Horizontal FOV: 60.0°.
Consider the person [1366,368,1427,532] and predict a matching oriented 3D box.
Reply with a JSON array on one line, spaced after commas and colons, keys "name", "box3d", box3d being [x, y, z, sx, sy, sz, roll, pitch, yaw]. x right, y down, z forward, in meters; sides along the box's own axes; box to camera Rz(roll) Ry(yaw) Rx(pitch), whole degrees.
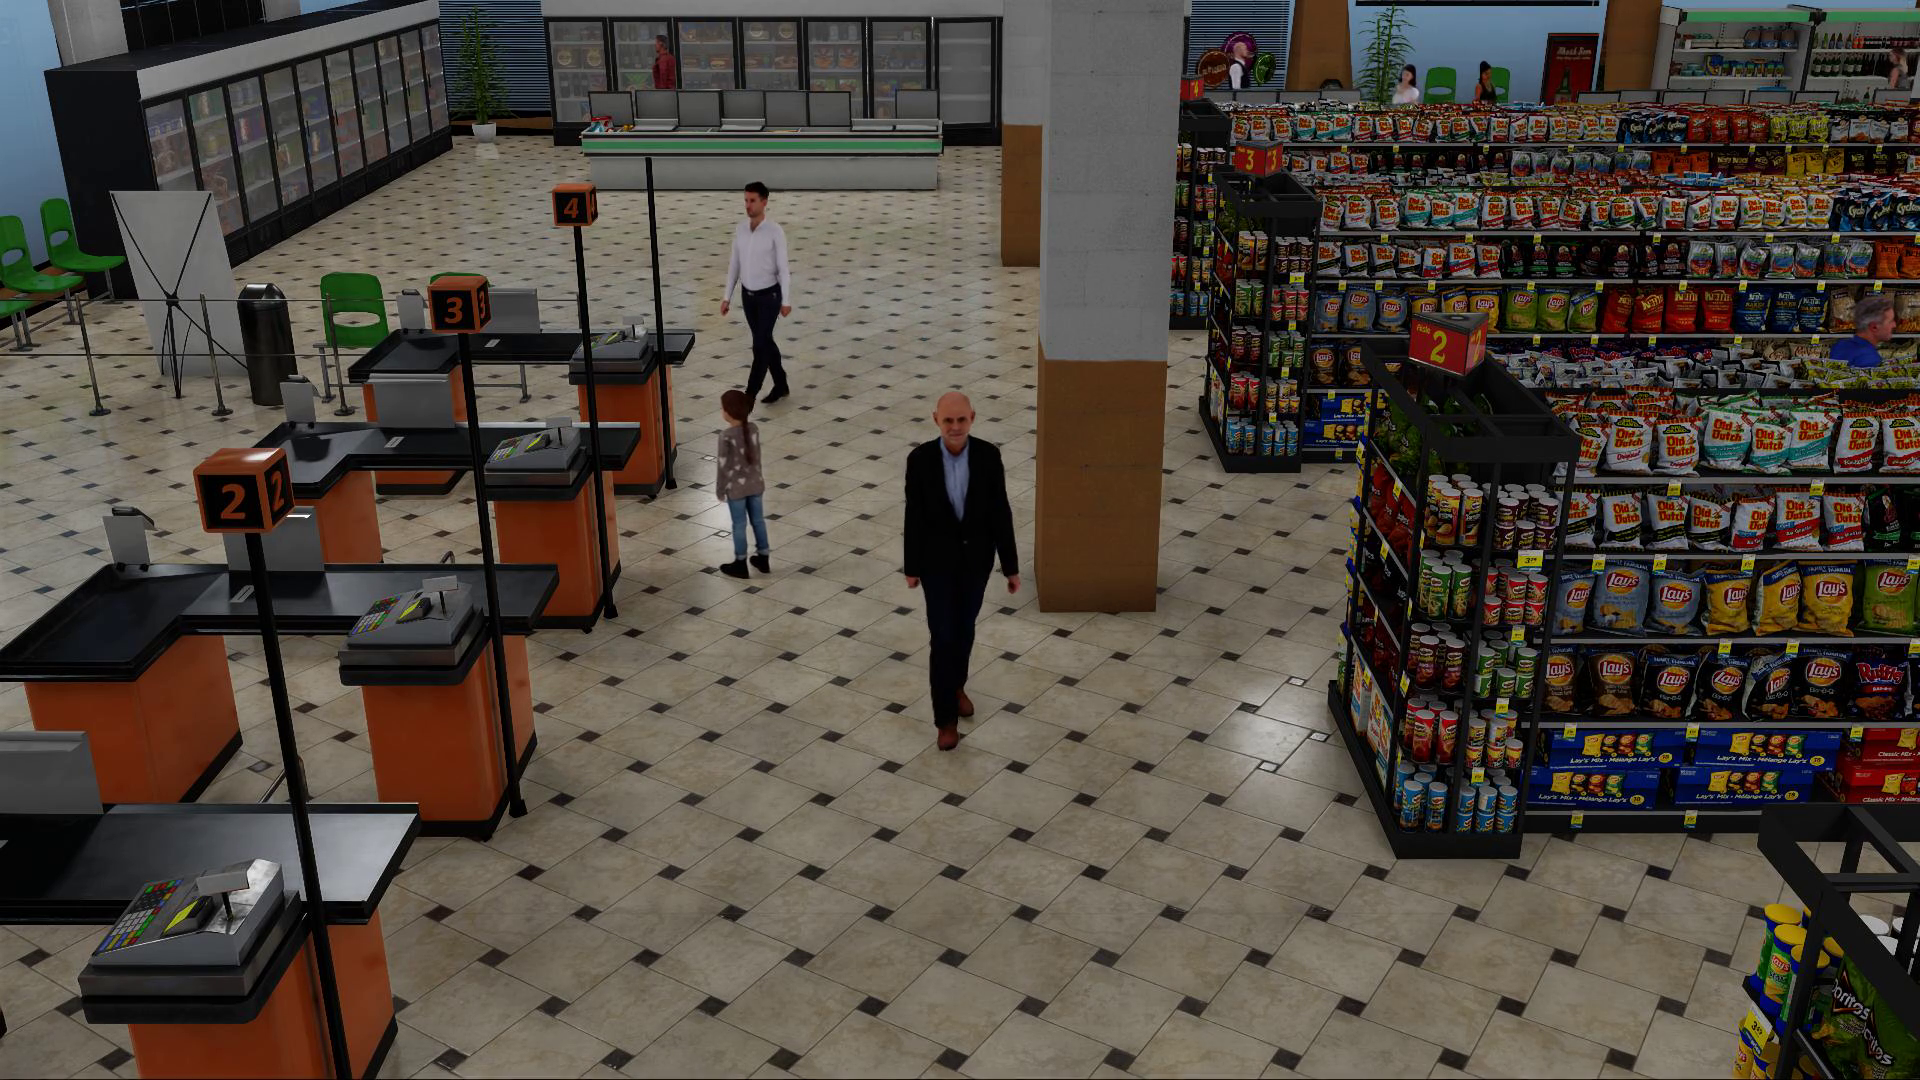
[{"name": "person", "box3d": [2.628, -0.273, 9.660, 0.585, 1.536, 0.632, -1, 22, -2]}]

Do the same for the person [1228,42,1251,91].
[{"name": "person", "box3d": [4.068, -6.379, 24.471, 0.644, 1.823, 0.724, 4, 22, 9]}]

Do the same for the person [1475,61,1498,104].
[{"name": "person", "box3d": [7.358, -5.948, 23.626, 0.831, 1.653, 0.875, -19, 29, -39]}]

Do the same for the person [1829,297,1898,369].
[{"name": "person", "box3d": [5.309, -0.566, 9.997, 0.602, 1.828, 0.750, 3, 22, 8]}]

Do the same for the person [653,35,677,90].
[{"name": "person", "box3d": [-4.492, -6.804, 25.518, 0.594, 1.830, 0.709, 3, 22, 7]}]

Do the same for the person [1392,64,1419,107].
[{"name": "person", "box3d": [6.221, -5.744, 23.137, 1.092, 1.639, 0.922, -8, 23, -20]}]

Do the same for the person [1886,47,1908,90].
[{"name": "person", "box3d": [14.244, -6.587, 25.203, 0.756, 1.663, 0.819, -19, 29, -39]}]

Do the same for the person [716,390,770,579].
[{"name": "person", "box3d": [-1.341, -0.350, 10.315, 0.548, 1.191, 0.617, -18, 28, -38]}]

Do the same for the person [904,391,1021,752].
[{"name": "person", "box3d": [-0.030, 0.084, 8.454, 0.993, 1.772, 0.892, -5, 22, -13]}]

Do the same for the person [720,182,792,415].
[{"name": "person", "box3d": [-1.560, -1.979, 13.504, 1.150, 1.834, 1.084, 14, 26, 31]}]
